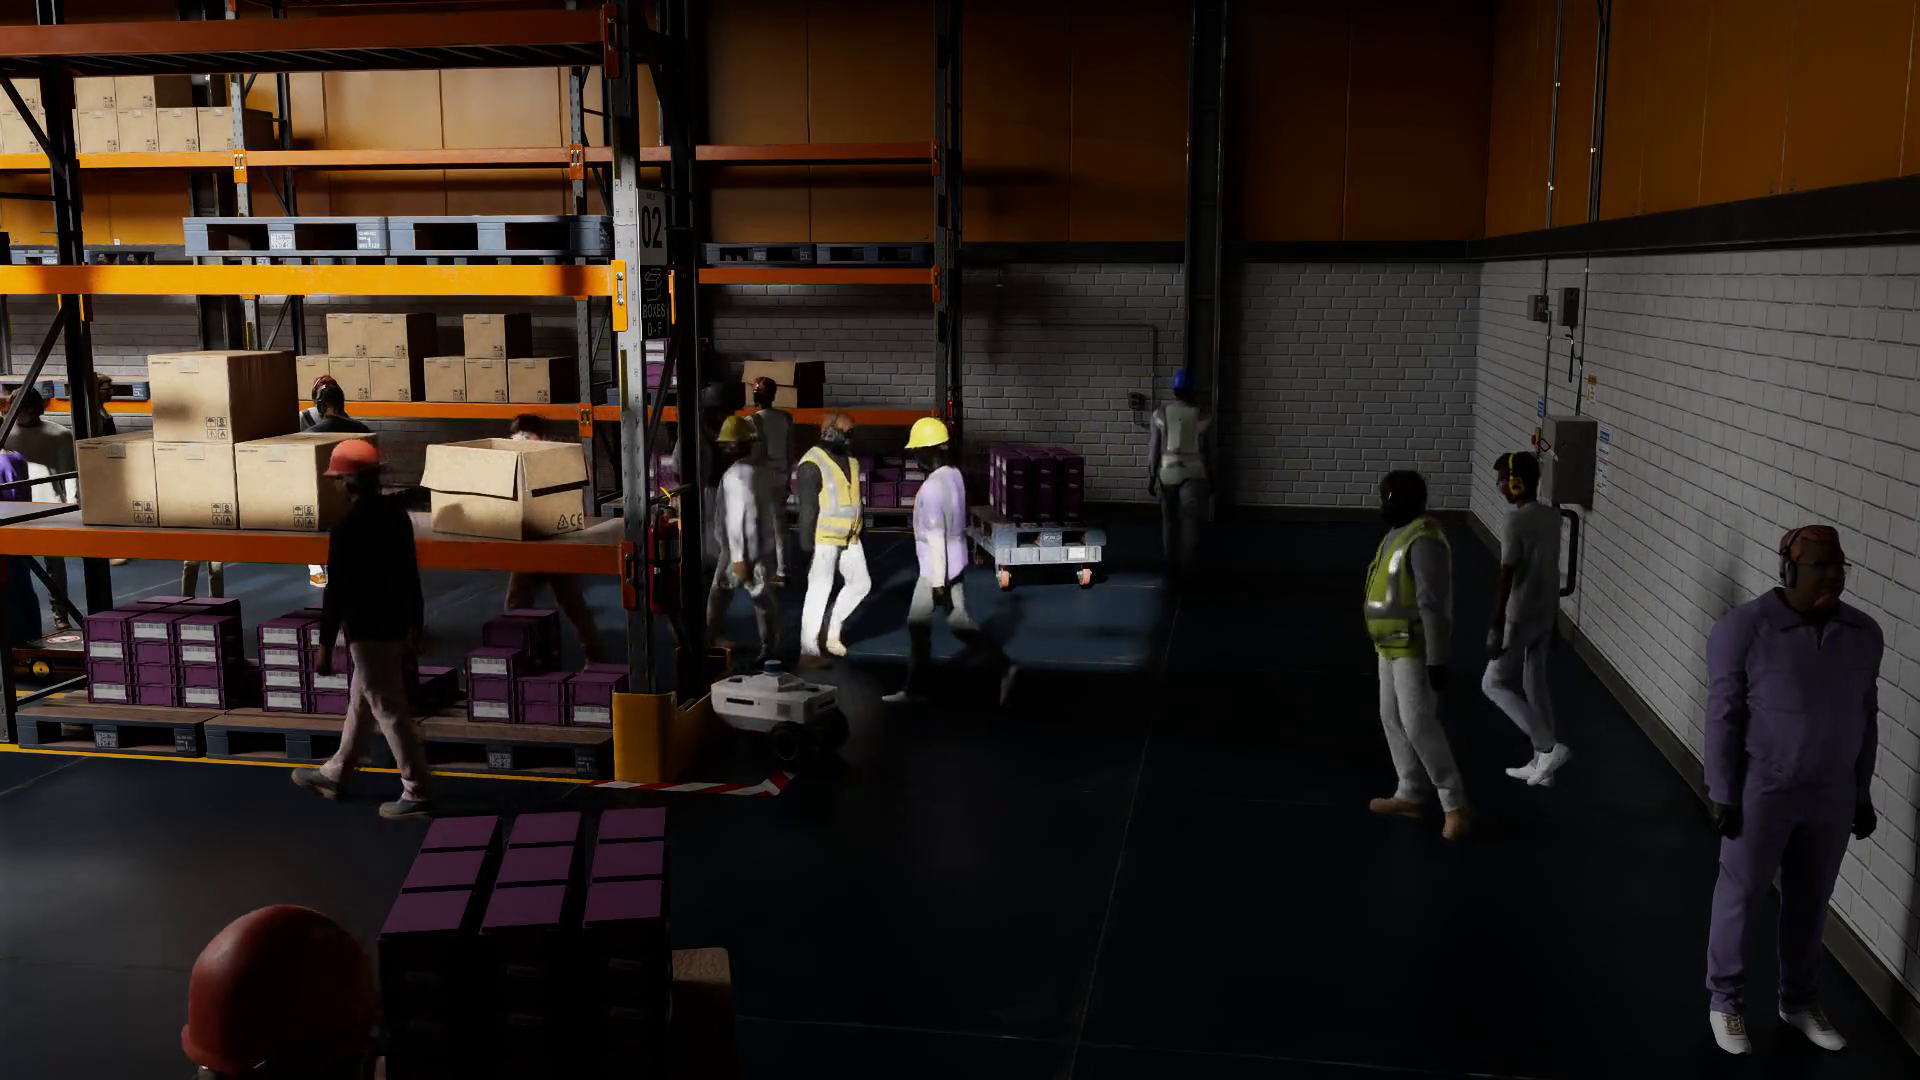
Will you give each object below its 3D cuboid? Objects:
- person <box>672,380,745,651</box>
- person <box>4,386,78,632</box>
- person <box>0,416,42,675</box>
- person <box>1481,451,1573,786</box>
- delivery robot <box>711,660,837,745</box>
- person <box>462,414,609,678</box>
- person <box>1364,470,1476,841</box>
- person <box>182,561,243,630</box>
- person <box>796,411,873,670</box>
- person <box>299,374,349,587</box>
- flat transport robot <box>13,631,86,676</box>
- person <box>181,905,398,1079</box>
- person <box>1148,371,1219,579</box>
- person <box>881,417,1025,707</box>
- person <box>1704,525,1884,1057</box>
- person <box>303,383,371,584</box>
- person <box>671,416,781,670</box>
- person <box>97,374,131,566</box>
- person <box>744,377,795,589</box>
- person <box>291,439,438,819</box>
[{"bbox_3d":[-1.774,-0.176,12.175,0.542,2.000,0.699,4,10,24],"label":"person"},{"bbox_3d":[-7.108,-0.221,12.786,0.627,1.936,0.373,-5,11,-30],"label":"person"},{"bbox_3d":[-6.609,0.028,11.549,0.380,1.836,0.560,-1,9,-6],"label":"person"},{"bbox_3d":[3.057,0.443,8.951,0.648,1.844,0.471,-8,12,-40],"label":"person"},{"bbox_3d":[-1.077,0.935,9.588,0.707,0.478,0.477,4,10,25],"label":"delivery robot"},{"bbox_3d":[-2.850,0.070,11.253,1.011,1.849,0.665,2,9,10],"label":"person"},{"bbox_3d":[2.320,0.555,8.405,0.543,1.802,0.745,0,9,-1],"label":"person"},{"bbox_3d":[-5.813,-0.189,12.810,0.329,1.865,0.512,6,11,32],"label":"person"},{"bbox_3d":[-0.897,-0.001,11.776,0.459,1.819,0.644,5,10,29],"label":"person"},{"bbox_3d":[-5.656,-0.534,14.873,0.354,1.887,0.573,5,11,30],"label":"person"},{"bbox_3d":[-5.919,0.796,11.619,1.431,0.197,0.652,1,9,8],"label":"flat transport robot"},{"bbox_3d":[-0.914,1.450,2.339,0.942,1.952,0.651,8,12,41],"label":"person"},{"bbox_3d":[2.057,-0.609,15.337,0.644,1.895,1.016,1,9,9],"label":"person"},{"bbox_3d":[-0.048,0.158,10.589,0.882,1.894,0.594,3,10,18],"label":"person"},{"bbox_3d":[2.986,0.892,5.953,0.641,1.913,0.410,-1,9,-5],"label":"person"},{"bbox_3d":[-4.859,-0.255,12.984,0.372,1.940,0.631,5,11,30],"label":"person"},{"bbox_3d":[-1.620,0.033,11.650,0.720,1.807,0.605,4,10,23],"label":"person"},{"bbox_3d":[-8.174,-0.665,15.852,0.345,1.840,0.504,-2,9,-12],"label":"person"},{"bbox_3d":[-1.700,-0.494,14.638,0.356,1.885,0.574,7,12,39],"label":"person"},{"bbox_3d":[-3.102,0.458,8.534,0.930,1.945,0.640,2,9,10],"label":"person"}]
